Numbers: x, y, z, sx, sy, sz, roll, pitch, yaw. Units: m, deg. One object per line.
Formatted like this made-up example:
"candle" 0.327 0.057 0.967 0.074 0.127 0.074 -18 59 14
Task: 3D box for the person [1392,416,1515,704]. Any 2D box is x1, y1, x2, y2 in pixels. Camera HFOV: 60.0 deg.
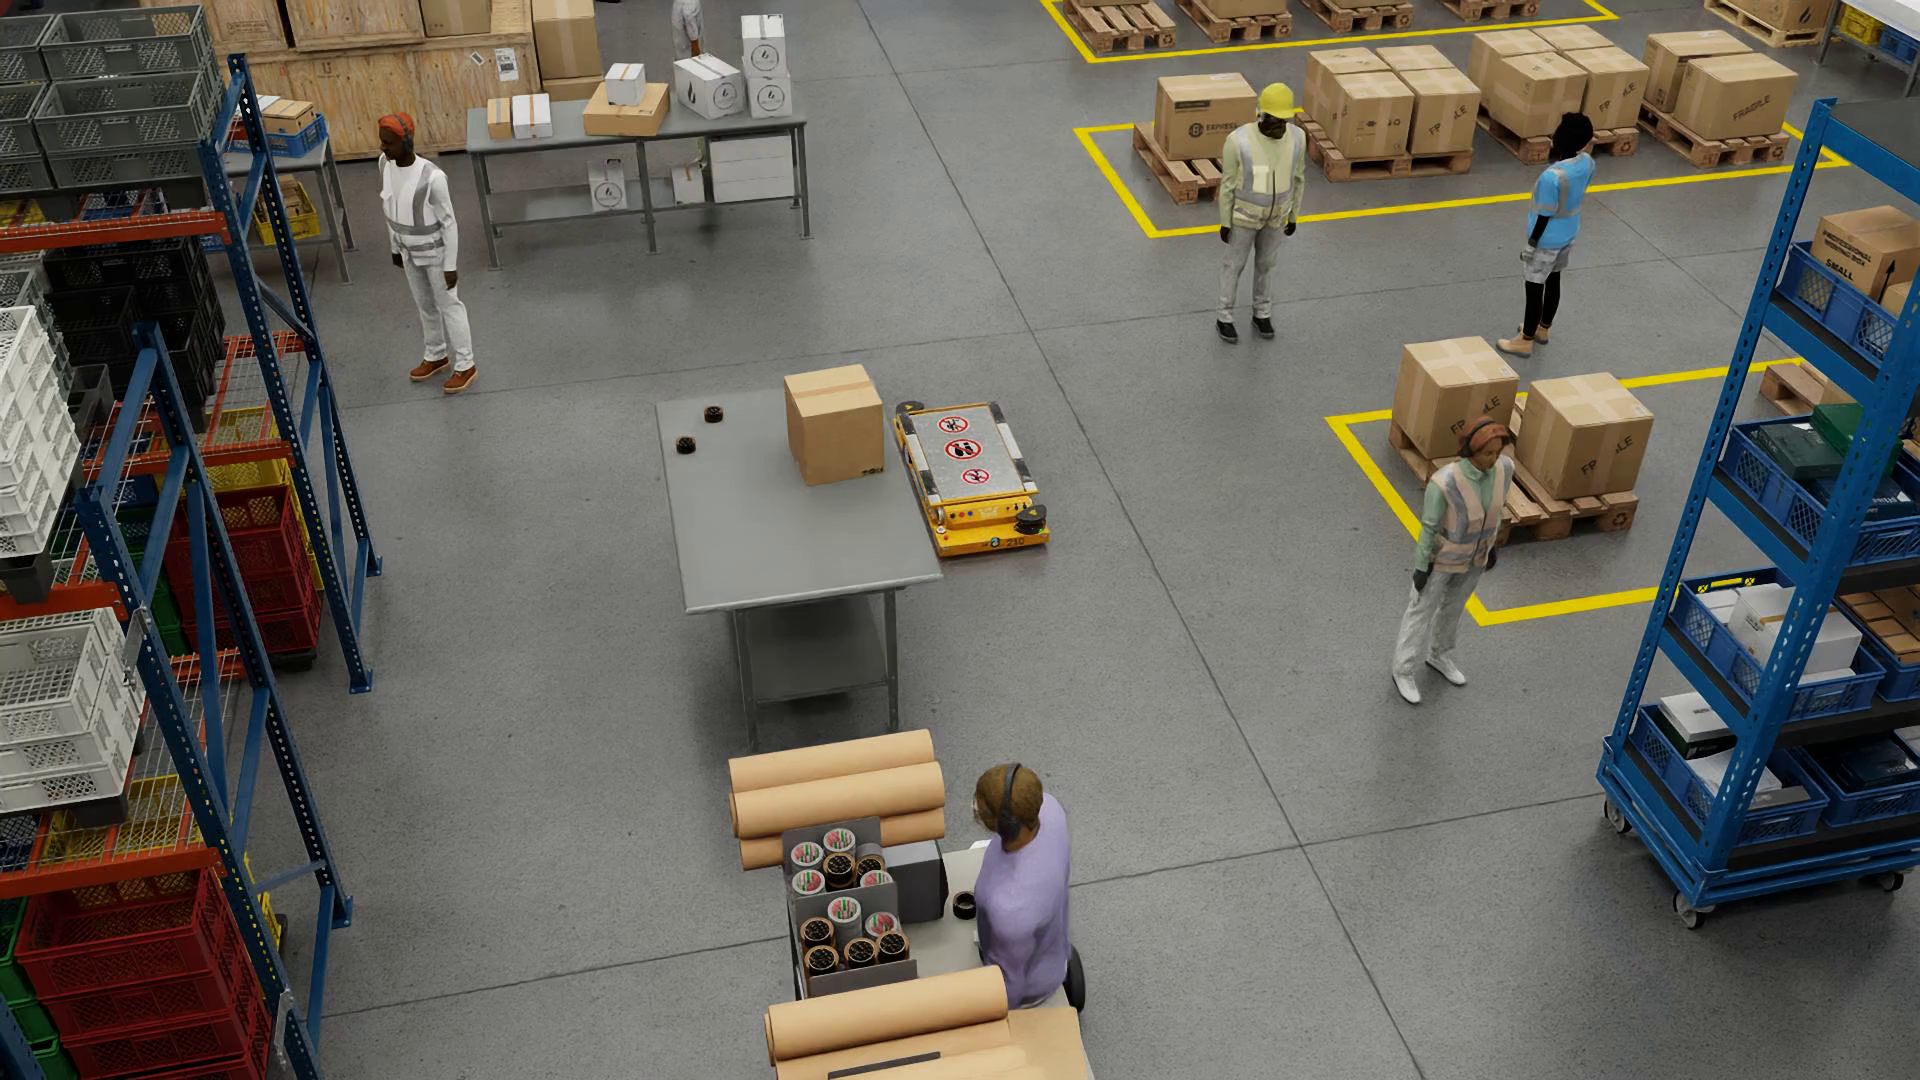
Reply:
"person" 2.460 0.088 8.273 0.523 1.638 0.310 -17 40 -22

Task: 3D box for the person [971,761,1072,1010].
"person" 0.215 1.546 6.079 0.371 1.931 0.626 8 37 11

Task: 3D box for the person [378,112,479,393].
"person" -3.437 -1.834 10.655 0.573 1.883 0.355 21 41 26

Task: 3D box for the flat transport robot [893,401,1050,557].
"flat transport robot" 0.046 -0.430 10.108 0.652 0.197 1.431 -8 37 -10

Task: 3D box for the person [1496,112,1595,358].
"person" 3.922 -2.029 11.068 0.541 1.700 0.316 -30 46 -34

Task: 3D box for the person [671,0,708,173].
"person" -2.160 -3.720 13.201 0.329 1.872 0.511 -8 37 -10

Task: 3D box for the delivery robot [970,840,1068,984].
"delivery robot" 0.234 1.591 7.081 0.477 0.478 0.707 -5 37 -6

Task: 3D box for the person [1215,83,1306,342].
"person" 2.023 -2.199 11.198 0.594 1.827 0.403 -8 37 -11
